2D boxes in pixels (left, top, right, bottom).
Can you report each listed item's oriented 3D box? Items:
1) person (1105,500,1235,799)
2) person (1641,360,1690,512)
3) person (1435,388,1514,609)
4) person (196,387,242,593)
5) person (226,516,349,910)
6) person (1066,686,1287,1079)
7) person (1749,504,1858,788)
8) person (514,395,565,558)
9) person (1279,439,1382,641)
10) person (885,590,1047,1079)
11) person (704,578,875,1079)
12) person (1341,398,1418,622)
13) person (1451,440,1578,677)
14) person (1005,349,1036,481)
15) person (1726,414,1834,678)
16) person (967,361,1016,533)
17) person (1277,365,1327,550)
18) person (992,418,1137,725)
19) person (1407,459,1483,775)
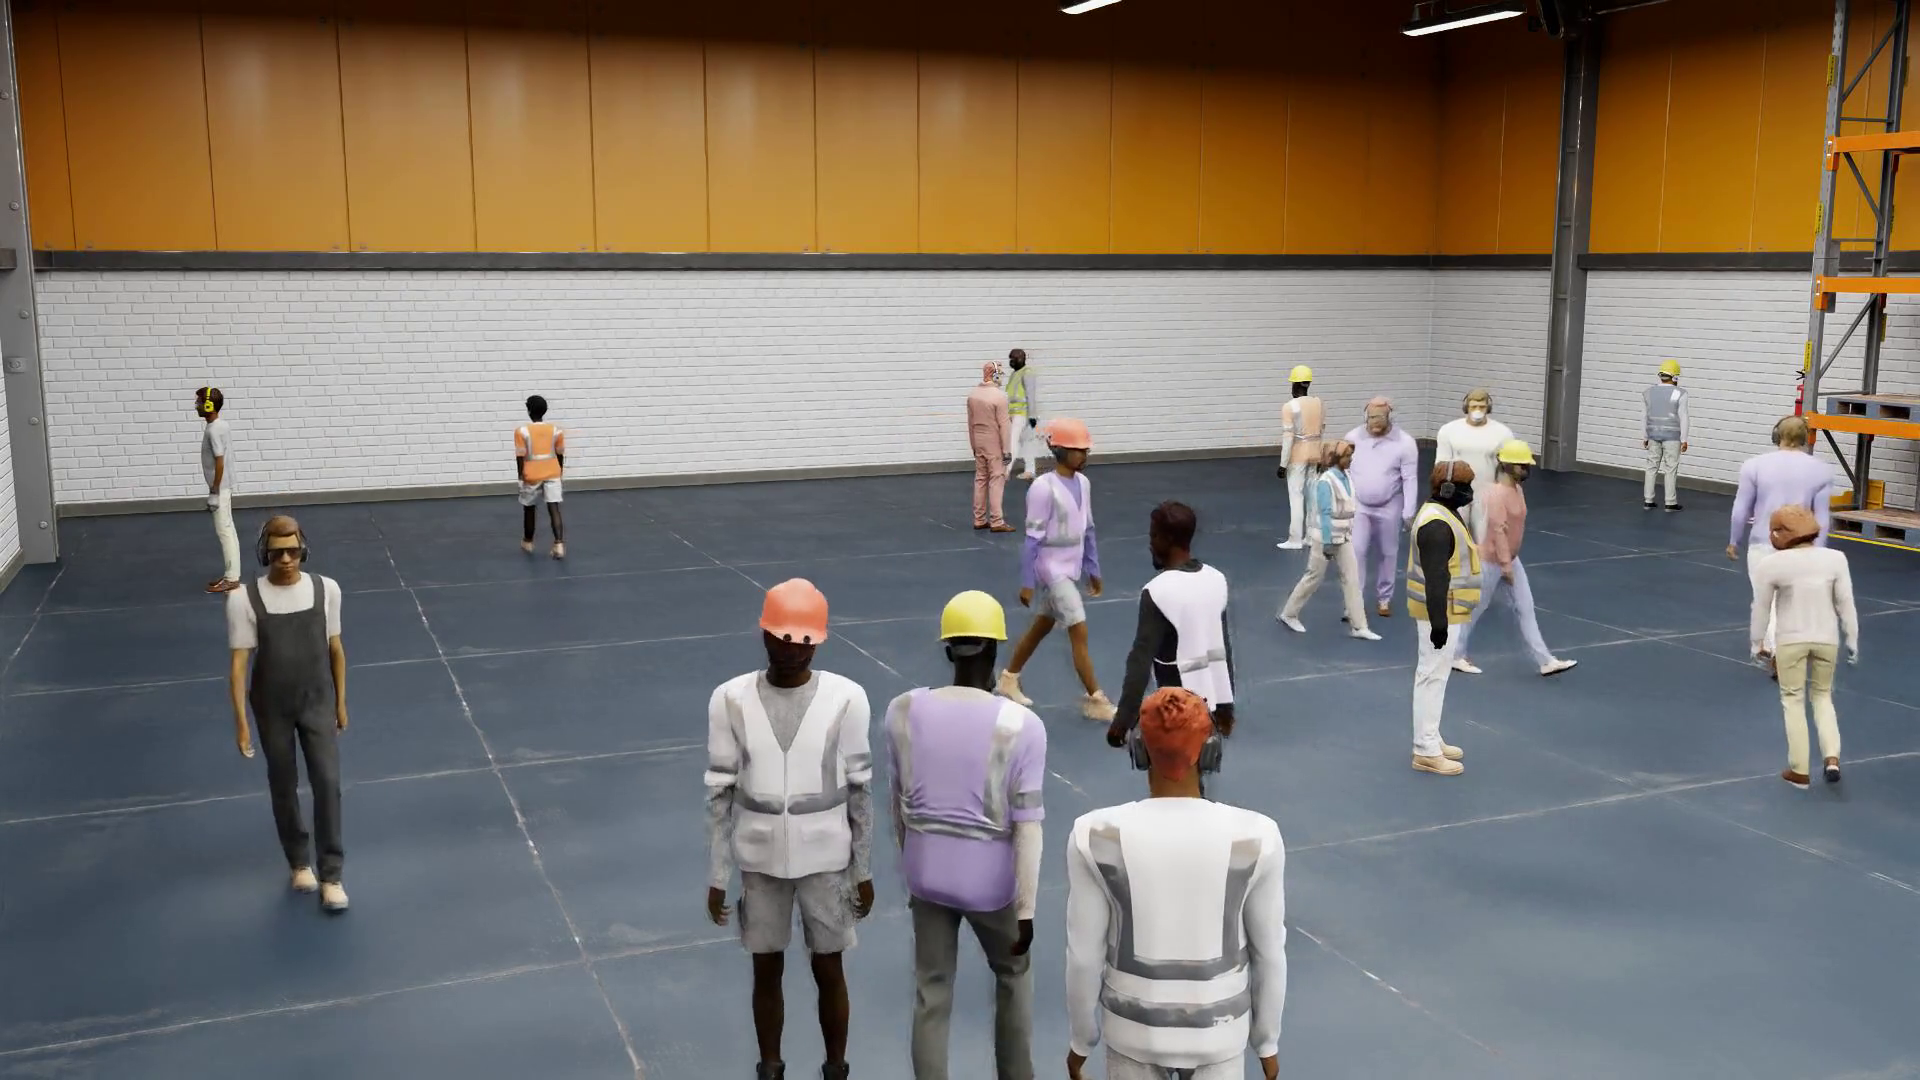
[{"bbox_3d":[0.939,0.765,7.663,0.743,1.890,0.607,6,11,33],"label":"person"},{"bbox_3d":[8.522,-1.256,20.082,0.403,1.833,0.591,-8,12,-38],"label":"person"},{"bbox_3d":[4.385,-0.341,14.284,0.646,1.924,0.480,4,10,20],"label":"person"},{"bbox_3d":[-6.754,-0.454,15.122,0.326,1.869,0.519,-3,10,-15],"label":"person"},{"bbox_3d":[-3.054,0.804,7.633,0.523,1.814,0.777,-5,11,-30],"label":"person"},{"bbox_3d":[0.564,1.313,4.392,0.573,1.874,0.354,1,9,5],"label":"person"},{"bbox_3d":[4.803,0.602,9.501,0.536,1.598,0.464,1,9,8],"label":"person"},{"bbox_3d":[-4.263,-0.648,16.939,0.544,1.652,0.864,-6,11,-32],"label":"person"},{"bbox_3d":[2.942,-0.015,13.263,0.843,1.599,0.530,8,12,41],"label":"person"},{"bbox_3d":[0.044,1.107,5.590,0.587,1.890,0.720,3,10,20],"label":"person"},{"bbox_3d":[-0.576,1.081,5.638,0.576,1.928,0.356,0,9,1],"label":"person"},{"bbox_3d":[3.459,-0.247,13.845,0.682,1.861,0.864,4,10,25],"label":"person"},{"bbox_3d":[3.958,0.152,11.902,0.927,1.718,0.550,8,12,39],"label":"person"},{"bbox_3d":[0.702,-1.715,22.909,0.846,1.812,0.660,-3,10,-17],"label":"person"},{"bbox_3d":[5.976,0.035,12.081,0.634,1.904,0.971,1,9,6],"label":"person"},{"bbox_3d":[0.370,-1.038,18.539,0.409,1.907,0.651,-7,12,-37],"label":"person"},{"bbox_3d":[3.553,-0.854,17.359,0.584,1.928,0.373,-6,11,-33],"label":"person"},{"bbox_3d":[0.649,0.190,10.882,1.067,1.989,0.622,5,11,29],"label":"person"},{"bbox_3d":[2.847,0.438,9.795,0.429,1.840,0.636,3,10,18],"label":"person"}]
